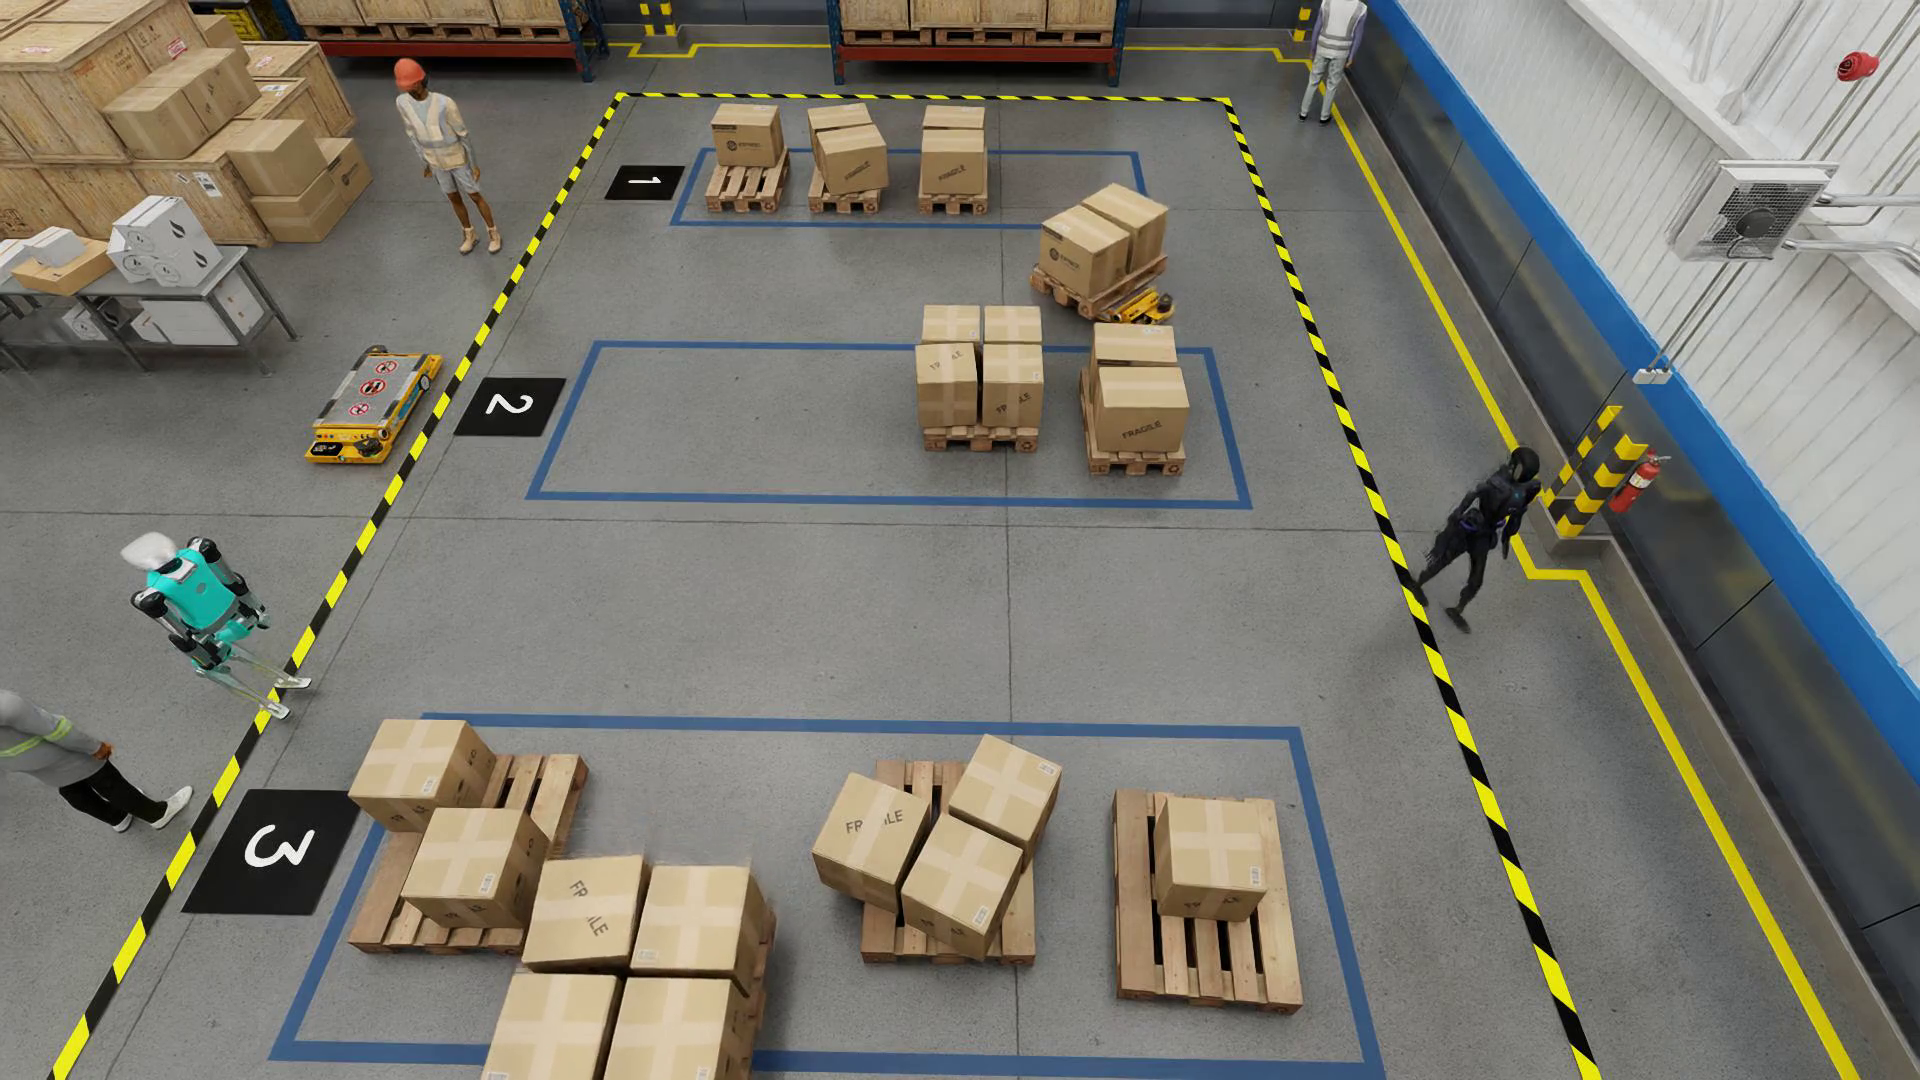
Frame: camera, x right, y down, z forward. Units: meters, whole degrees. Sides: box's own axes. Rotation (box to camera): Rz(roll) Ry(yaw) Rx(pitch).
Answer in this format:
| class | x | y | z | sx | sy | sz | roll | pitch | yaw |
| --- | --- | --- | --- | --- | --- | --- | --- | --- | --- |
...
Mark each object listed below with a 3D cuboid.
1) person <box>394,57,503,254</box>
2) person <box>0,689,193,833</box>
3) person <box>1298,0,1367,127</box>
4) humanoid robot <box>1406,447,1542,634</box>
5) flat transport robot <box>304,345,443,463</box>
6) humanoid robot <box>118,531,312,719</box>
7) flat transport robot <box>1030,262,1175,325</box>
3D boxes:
| class | x | y | z | sx | sy | sz | roll | pitch | yaw |
| --- | --- | --- | --- | --- | --- | --- | --- | --- | --- |
| person | -5.338 | -3.951 | 9.547 | 0.604 | 2.048 | 0.366 | 0 | 50 | 0 |
| person | -5.308 | 1.183 | 5.329 | 0.596 | 1.850 | 0.385 | -2 | 50 | -1 |
| person | 4.720 | -6.197 | 11.583 | 0.589 | 1.837 | 0.404 | 22 | 53 | 18 |
| humanoid robot | 3.631 | 0.008 | 6.441 | 0.586 | 1.642 | 0.565 | -8 | 50 | -7 |
| flat transport robot | -5.383 | -1.269 | 8.441 | 0.659 | 0.231 | 1.431 | 1 | 50 | 1 |
| humanoid robot | -4.843 | 0.543 | 5.861 | 0.735 | 1.672 | 0.533 | 10 | 50 | 8 |
| flat transport robot | 1.475 | -2.611 | 9.558 | 0.652 | 0.197 | 1.431 | -36 | 59 | -27 |
